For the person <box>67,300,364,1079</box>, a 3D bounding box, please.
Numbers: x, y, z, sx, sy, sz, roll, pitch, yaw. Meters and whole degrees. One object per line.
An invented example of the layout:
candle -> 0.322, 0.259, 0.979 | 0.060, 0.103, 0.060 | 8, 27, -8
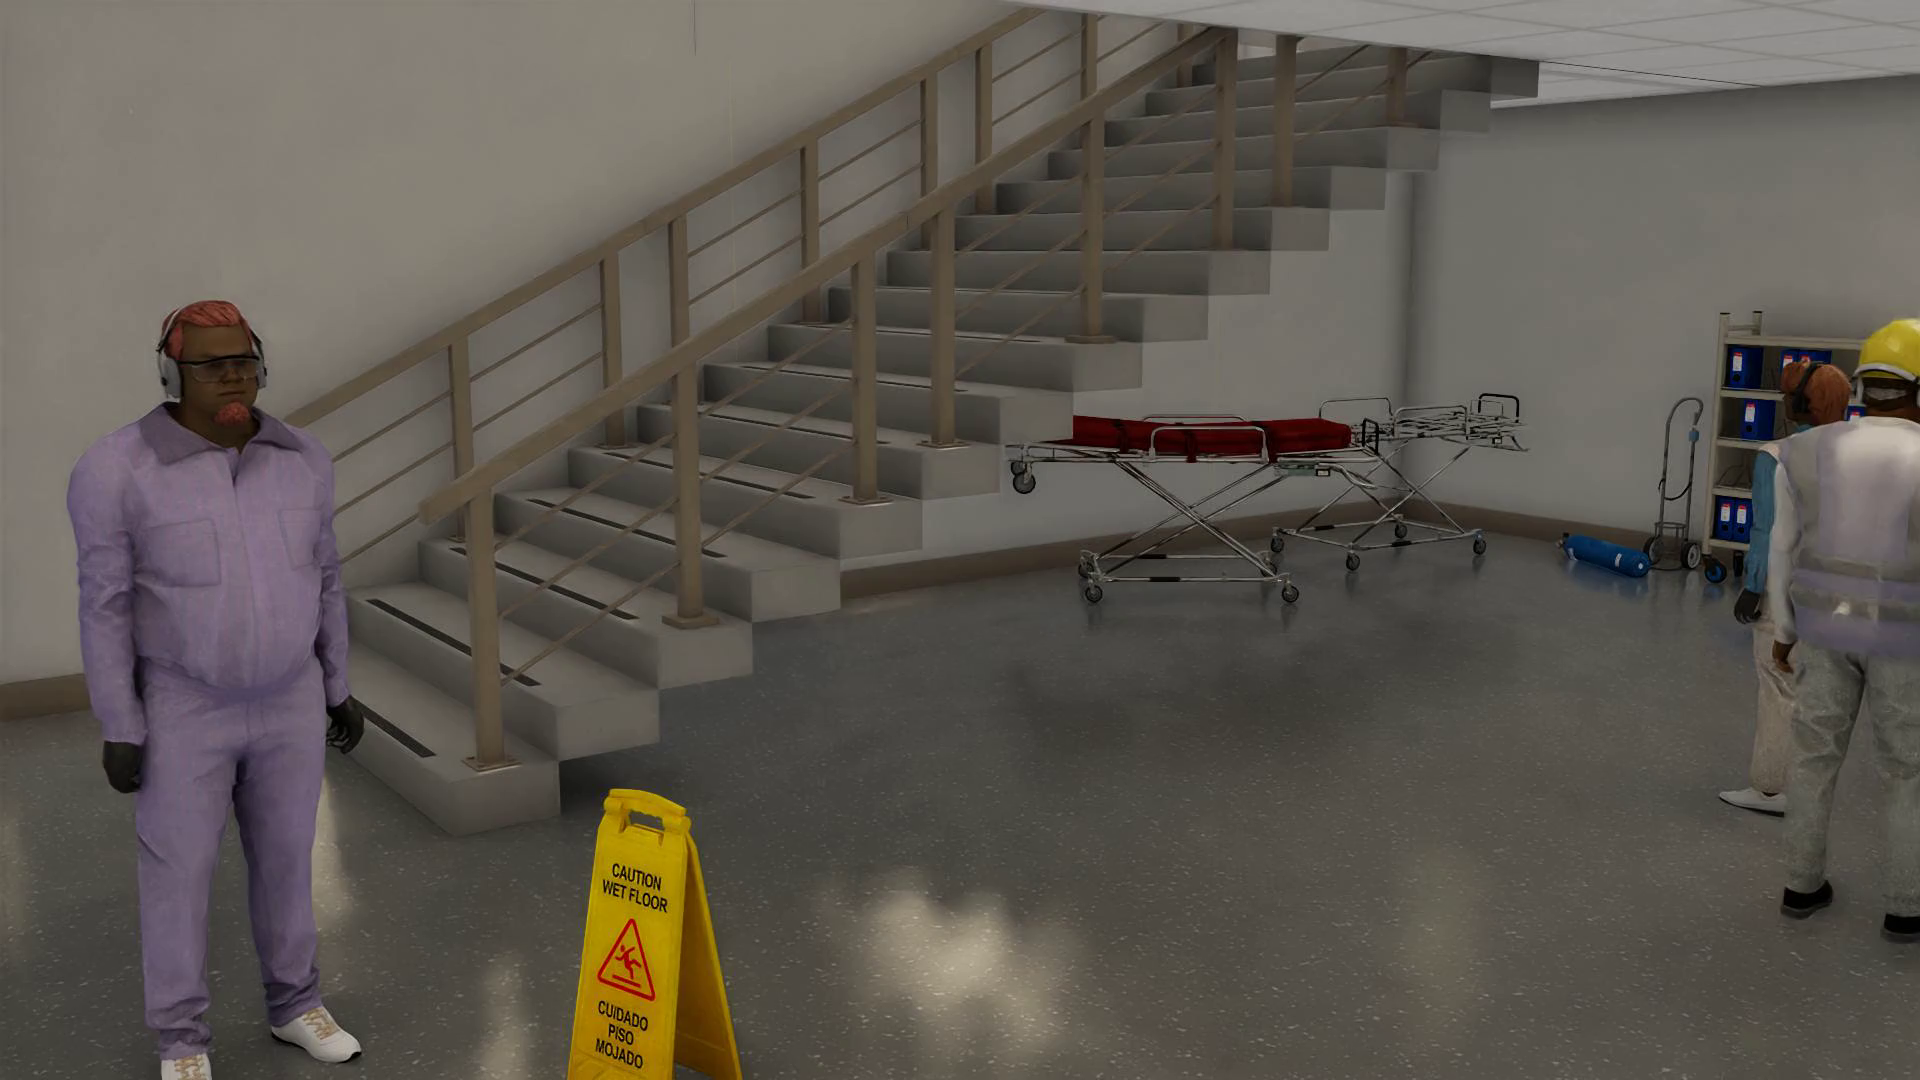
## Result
person -> -1.735, 0.390, 3.983 | 0.405, 1.911, 0.636 | 9, 13, 41

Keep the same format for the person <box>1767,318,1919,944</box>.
person -> 2.700, 0.266, 4.917 | 0.403, 1.830, 0.595 | -9, 14, -43

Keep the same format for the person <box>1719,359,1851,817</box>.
person -> 3.016, 0.176, 5.974 | 0.516, 1.645, 0.308 | -4, 11, -23
